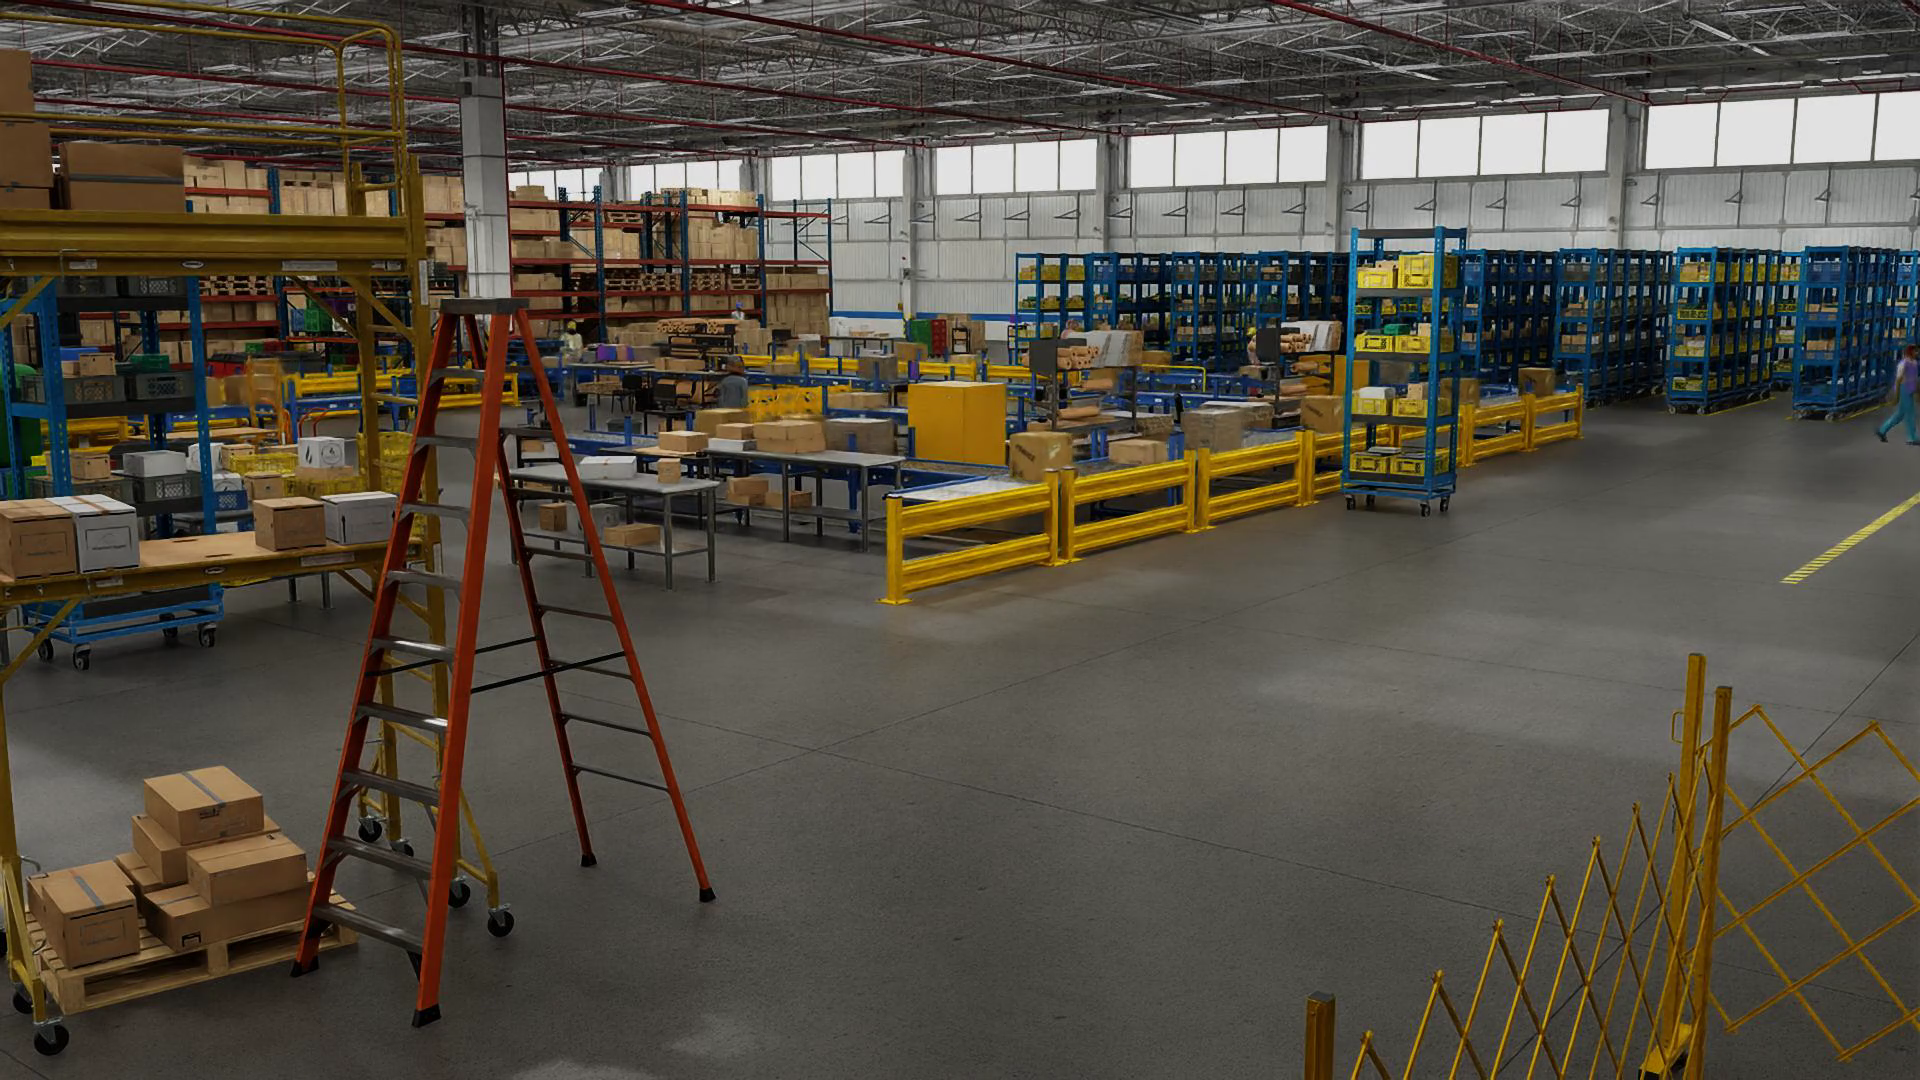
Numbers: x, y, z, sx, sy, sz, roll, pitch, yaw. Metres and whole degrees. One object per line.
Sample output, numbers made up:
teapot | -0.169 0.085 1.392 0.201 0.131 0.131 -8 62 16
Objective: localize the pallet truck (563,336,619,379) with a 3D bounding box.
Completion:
pallet truck | -10.690 -5.294 48.215 1.601 1.201 0.680 -5 10 -26

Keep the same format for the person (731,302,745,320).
person | -8.361 -7.988 62.785 0.603 1.949 0.396 -8 12 -43

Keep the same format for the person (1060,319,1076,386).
person | 2.802 -4.628 41.966 0.404 1.903 0.636 -5 10 -27

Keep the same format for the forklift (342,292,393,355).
forklift | -16.485 -5.622 45.120 1.129 2.768 1.873 7 11 37

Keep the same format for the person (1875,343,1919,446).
person | 16.800 -2.602 29.594 0.567 1.813 0.843 -8 12 -42

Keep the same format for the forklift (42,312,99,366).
forklift | -23.779 -5.451 44.052 1.873 2.768 1.129 7 11 36

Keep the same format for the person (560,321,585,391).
person | -9.921 -4.711 42.744 0.603 1.815 0.497 -7 11 -35

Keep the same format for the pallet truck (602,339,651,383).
pallet truck | -8.991 -4.871 45.351 0.653 1.274 1.630 7 11 37

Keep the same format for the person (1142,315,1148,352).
person | 5.757 -6.504 53.229 0.397 2.043 0.609 7 11 37

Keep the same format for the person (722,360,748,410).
person | -3.798 -2.175 27.584 0.512 1.606 0.590 5 11 30

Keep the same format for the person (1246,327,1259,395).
person | 6.960 -4.164 39.538 0.322 1.753 0.556 2 9 11
